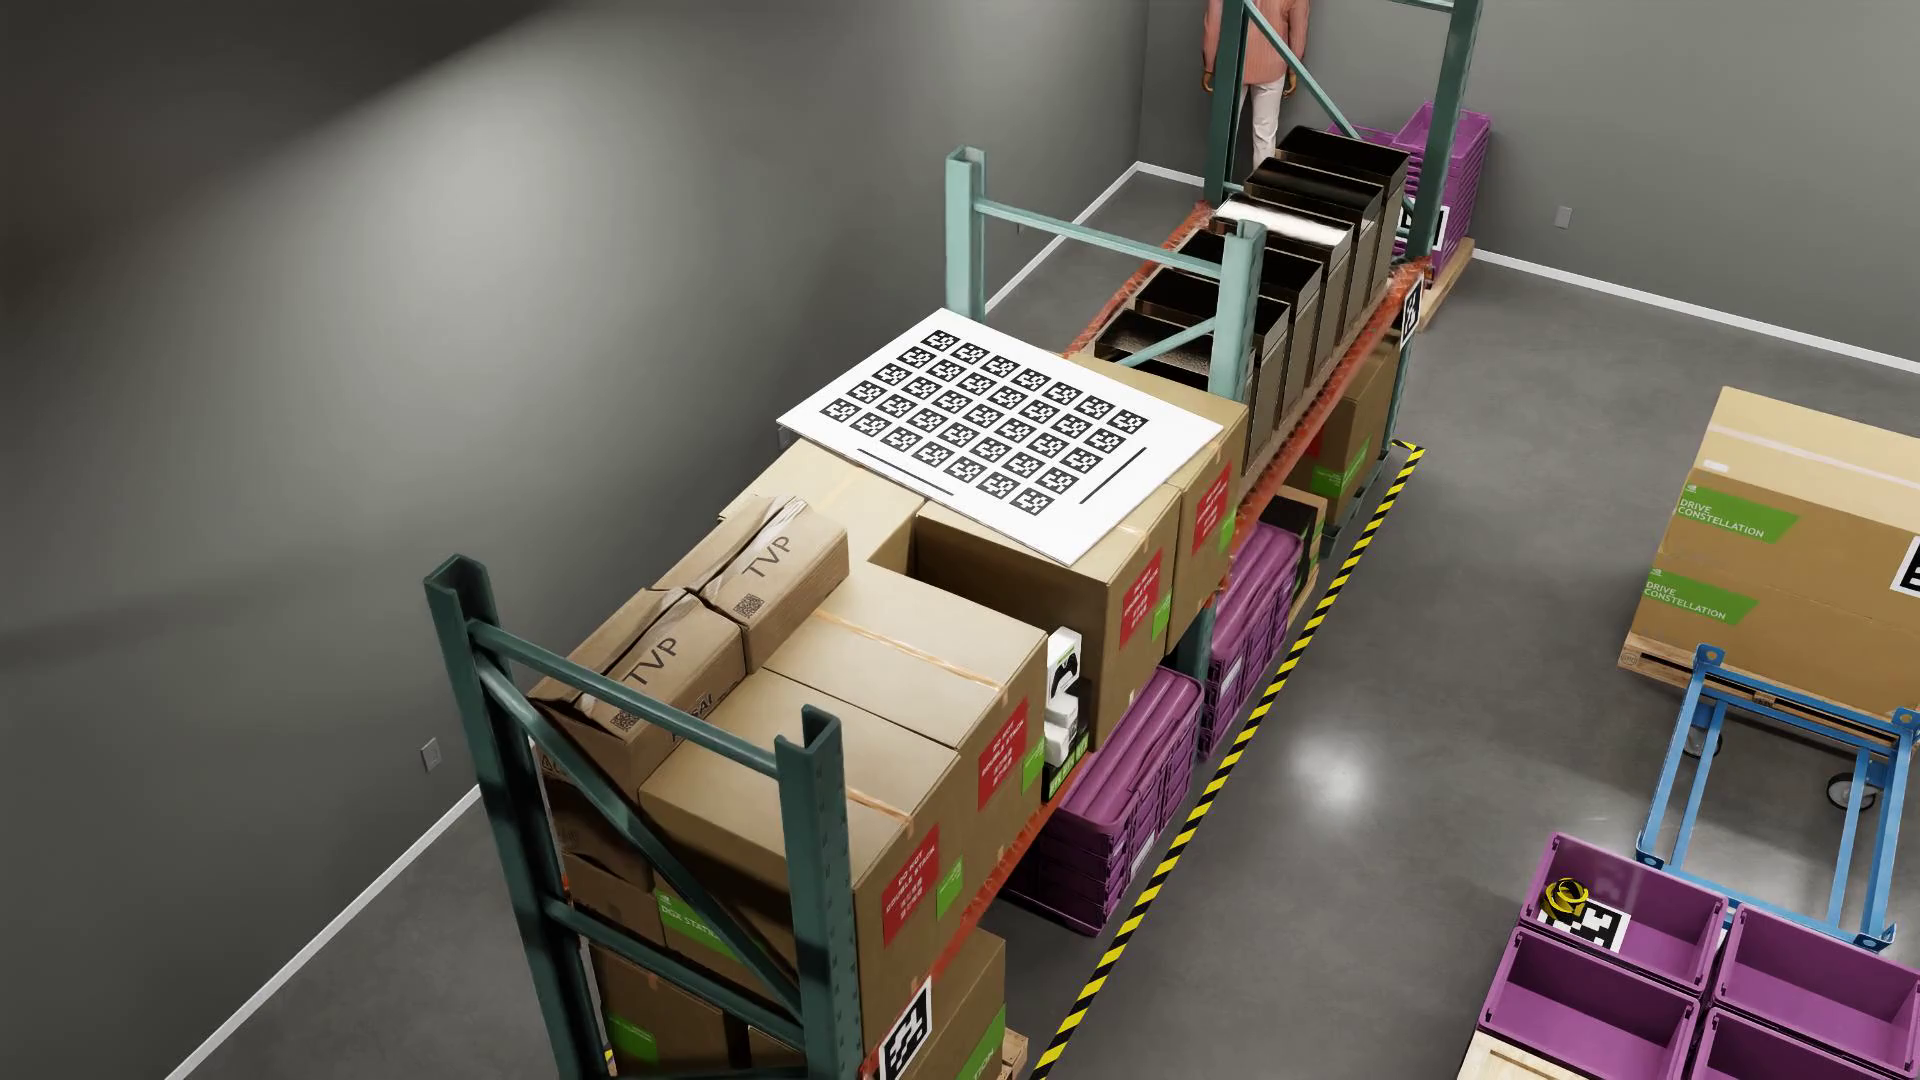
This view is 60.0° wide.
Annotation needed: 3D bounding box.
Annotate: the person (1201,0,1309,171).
[{"bbox_3d":[1.737,-2.828,9.924,0.610,1.995,0.375,4,40,4],"label":"person"}]
